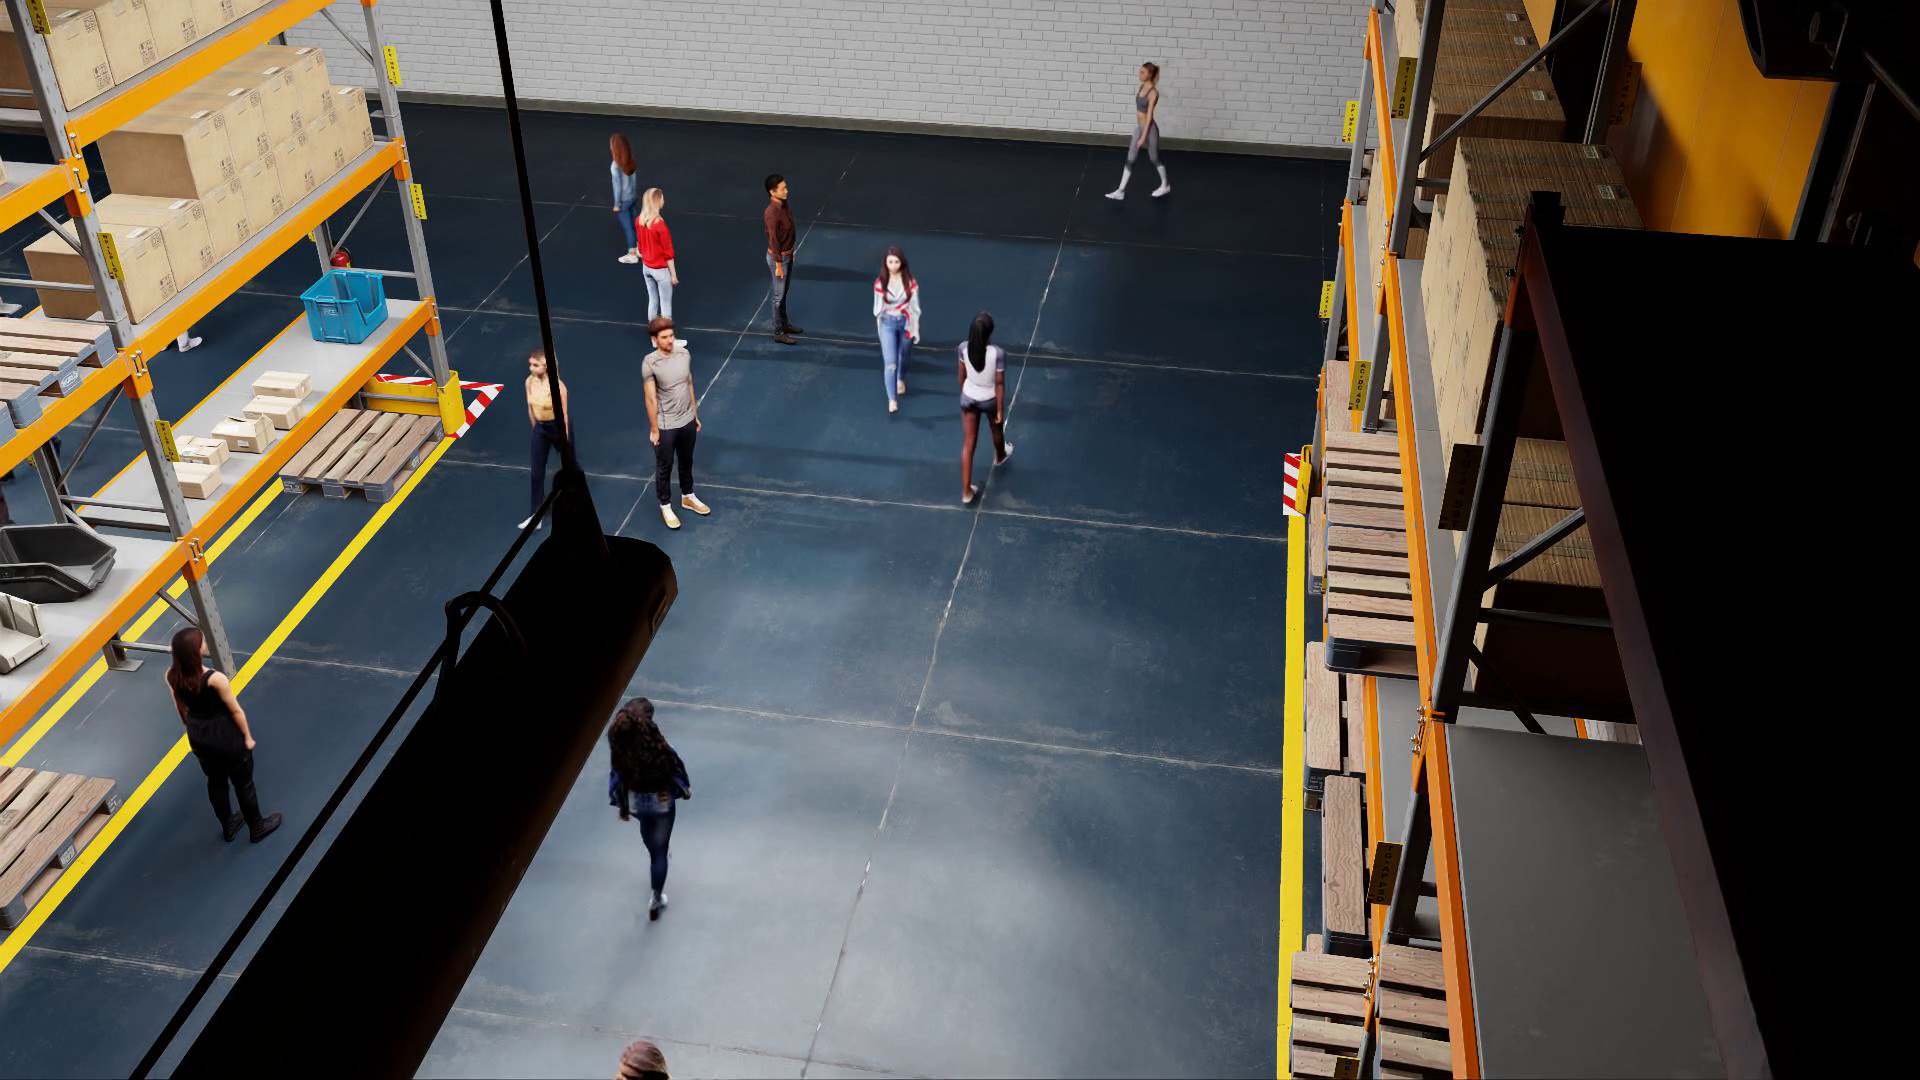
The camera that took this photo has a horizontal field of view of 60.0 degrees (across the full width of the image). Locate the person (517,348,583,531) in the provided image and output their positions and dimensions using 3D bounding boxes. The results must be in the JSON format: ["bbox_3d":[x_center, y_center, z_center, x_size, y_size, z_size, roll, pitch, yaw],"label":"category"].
[{"bbox_3d":[-3.398,-0.912,14.115,0.753,1.590,1.123,13,36,18],"label":"person"}]

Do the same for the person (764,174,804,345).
[{"bbox_3d":[-1.831,-2.867,16.882,0.696,1.782,0.441,6,34,8],"label":"person"}]

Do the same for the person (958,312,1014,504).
[{"bbox_3d":[0.141,-1.117,14.351,0.805,1.669,1.236,13,36,18],"label":"person"}]

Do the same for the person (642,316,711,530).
[{"bbox_3d":[-2.423,-1.020,14.000,0.700,1.896,0.792,-28,43,-35],"label":"person"}]

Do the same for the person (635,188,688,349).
[{"bbox_3d":[-3.040,-2.716,16.725,0.688,1.705,0.672,23,40,31],"label":"person"}]

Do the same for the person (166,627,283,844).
[{"bbox_3d":[-4.802,1.266,10.749,0.578,1.688,0.524,6,34,9],"label":"person"}]

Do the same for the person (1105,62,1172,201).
[{"bbox_3d":[2.325,-4.887,20.031,1.064,1.660,1.113,-14,36,-20],"label":"person"}]

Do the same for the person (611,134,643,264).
[{"bbox_3d":[-3.731,-3.825,18.599,0.668,1.476,0.491,12,35,18],"label":"person"}]

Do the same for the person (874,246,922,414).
[{"bbox_3d":[-0.587,-2.059,15.857,0.794,1.571,1.096,-4,34,-6],"label":"person"}]

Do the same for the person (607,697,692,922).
[{"bbox_3d":[-1.916,1.678,10.211,0.609,1.598,0.788,6,34,9],"label":"person"}]

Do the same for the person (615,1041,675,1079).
[{"bbox_3d":[-1.398,2.986,8.182,0.879,1.664,1.130,20,39,28],"label":"person"}]
